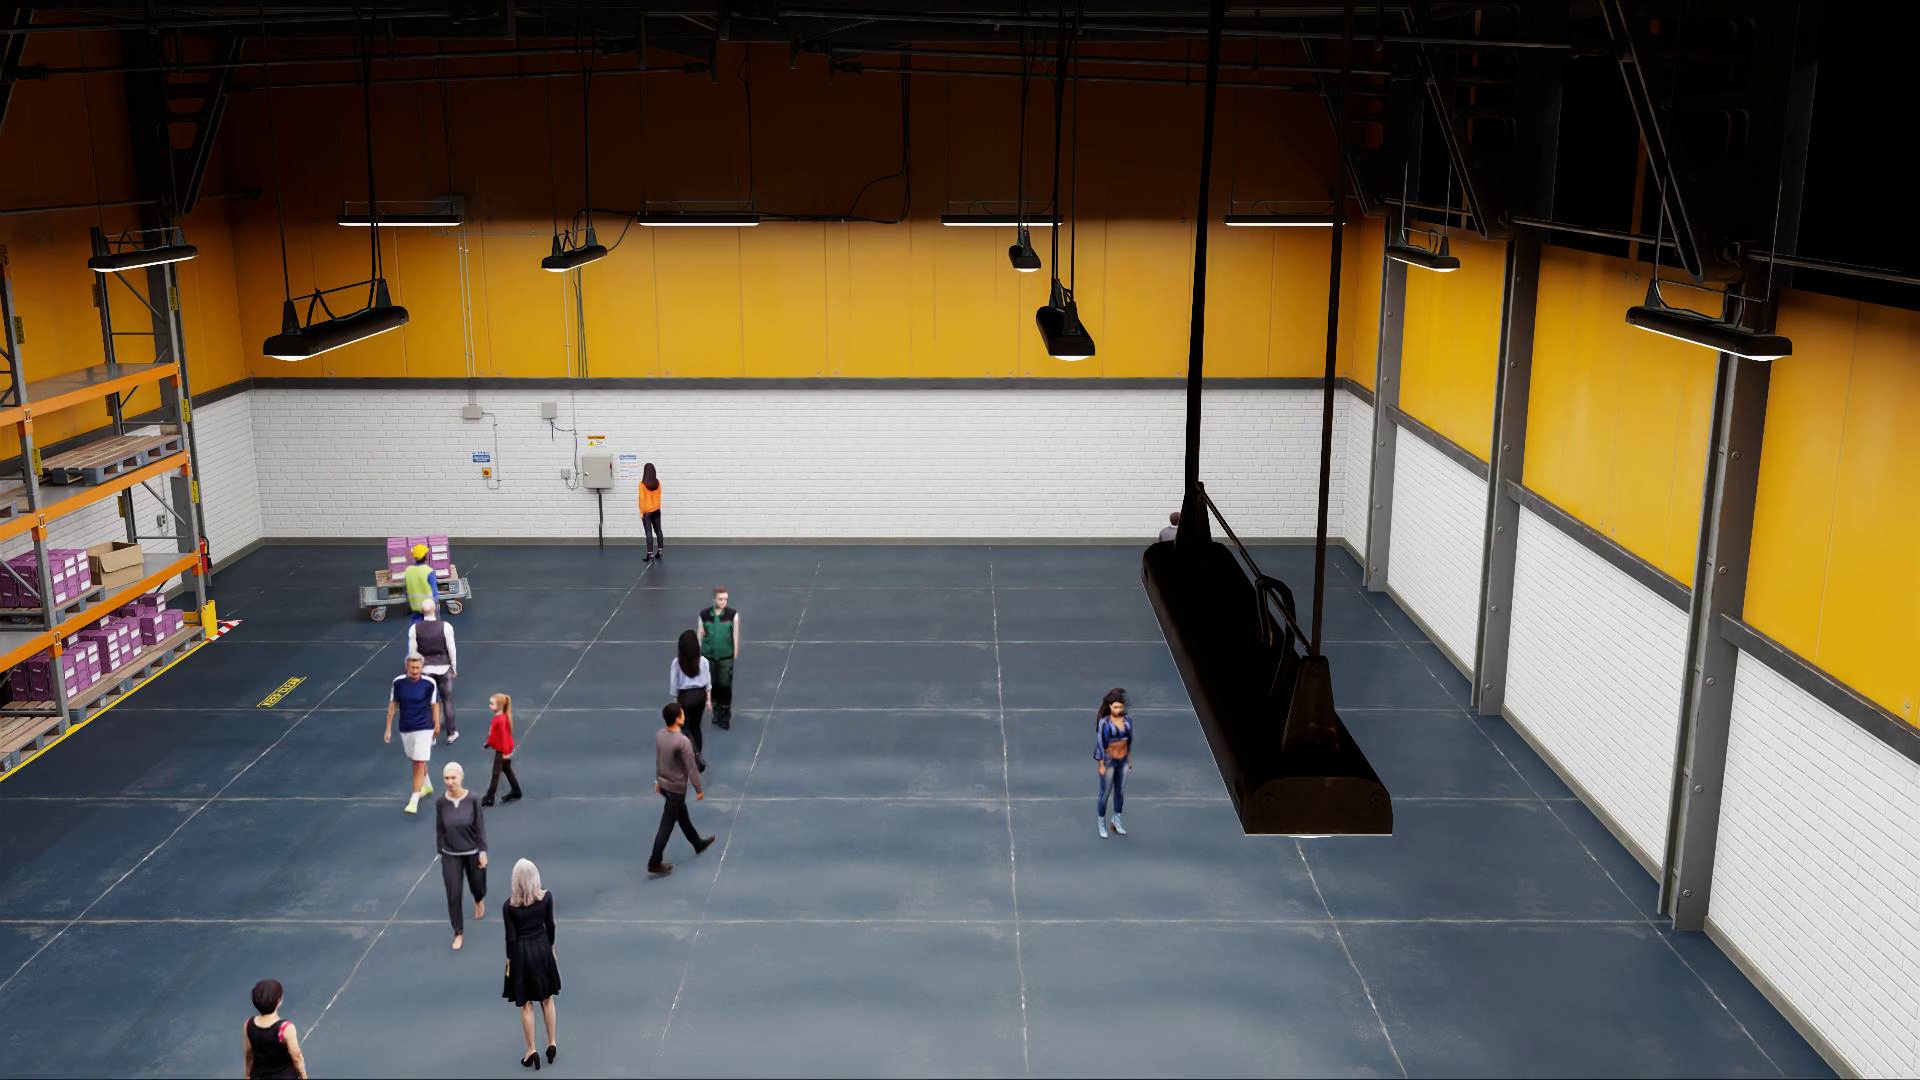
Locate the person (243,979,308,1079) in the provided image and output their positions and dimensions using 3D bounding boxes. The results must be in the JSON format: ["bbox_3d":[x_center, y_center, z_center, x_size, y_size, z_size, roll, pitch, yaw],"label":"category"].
[{"bbox_3d":[-4.839,3.829,11.628,0.624,1.540,0.643,3,14,12],"label":"person"}]

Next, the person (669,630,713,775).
[{"bbox_3d":[-3.073,1.917,19.133,0.893,1.725,1.000,-6,15,-24],"label":"person"}]

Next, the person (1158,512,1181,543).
[{"bbox_3d":[3.209,0.463,24.939,0.857,1.818,0.783,-12,18,-41],"label":"person"}]

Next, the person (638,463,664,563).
[{"bbox_3d":[-5.391,-0.496,29.048,0.766,1.749,0.693,12,18,40],"label":"person"}]

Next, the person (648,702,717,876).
[{"bbox_3d":[-2.946,2.518,16.648,1.126,1.726,1.159,9,16,32],"label":"person"}]

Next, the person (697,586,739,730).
[{"bbox_3d":[-3.042,1.437,20.922,0.681,1.816,0.809,0,14,1],"label":"person"}]

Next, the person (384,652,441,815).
[{"bbox_3d":[-5.968,2.074,18.372,0.773,1.778,1.157,2,14,9],"label":"person"}]

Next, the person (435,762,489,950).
[{"bbox_3d":[-4.573,2.846,15.330,0.729,1.709,0.948,-2,14,-10],"label":"person"}]

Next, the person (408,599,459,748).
[{"bbox_3d":[-6.387,1.610,20.189,0.771,1.823,0.752,-4,14,-15],"label":"person"}]

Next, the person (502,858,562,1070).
[{"bbox_3d":[-3.405,3.345,13.189,0.704,1.746,0.744,-10,17,-36],"label":"person"}]

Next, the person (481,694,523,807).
[{"bbox_3d":[-5.043,2.310,18.483,0.730,1.265,0.780,-6,15,-22],"label":"person"}]

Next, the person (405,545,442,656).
[{"bbox_3d":[-7.427,0.970,22.905,0.781,1.790,1.170,2,14,9],"label":"person"}]

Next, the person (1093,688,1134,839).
[{"bbox_3d":[1.633,2.350,17.570,0.690,1.618,0.690,-7,15,-25],"label":"person"}]
